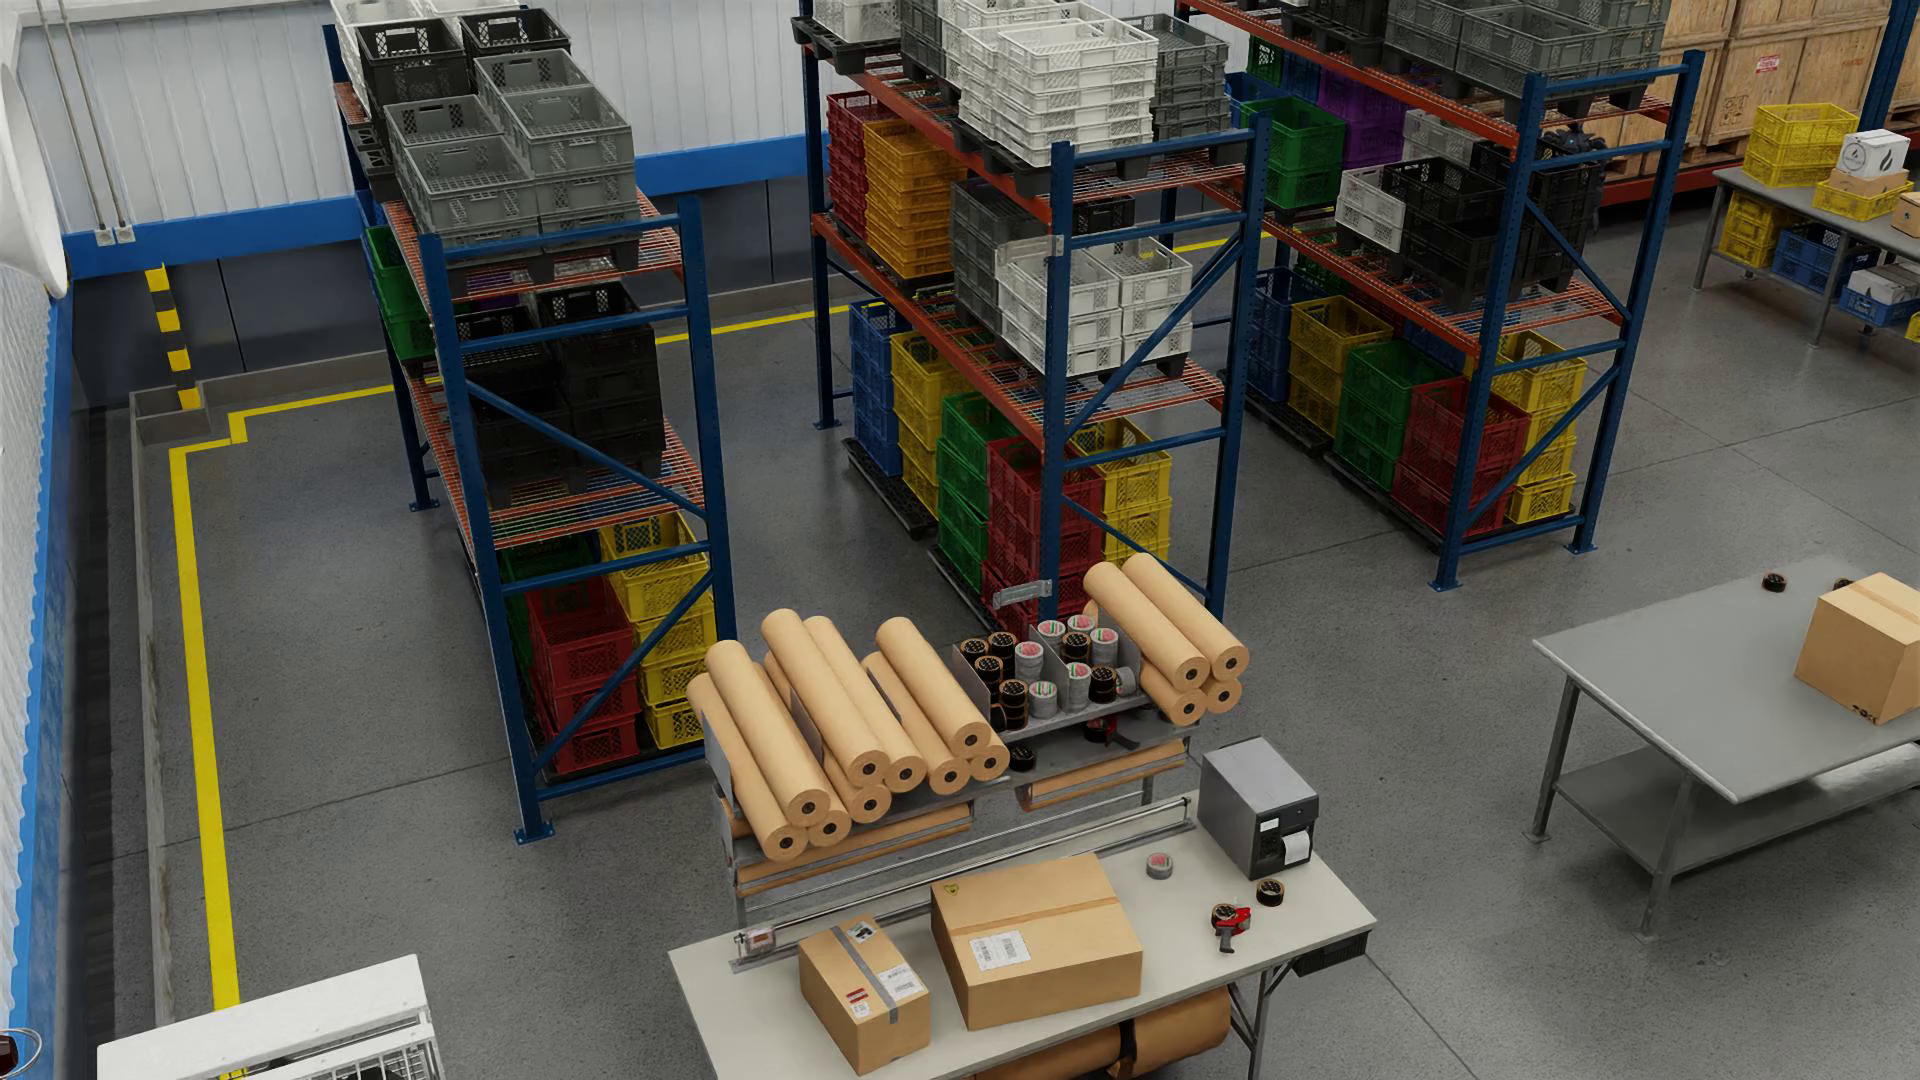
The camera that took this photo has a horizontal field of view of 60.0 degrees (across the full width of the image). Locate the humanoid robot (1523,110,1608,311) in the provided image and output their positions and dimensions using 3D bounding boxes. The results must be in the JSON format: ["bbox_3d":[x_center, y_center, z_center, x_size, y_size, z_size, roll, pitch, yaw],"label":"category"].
[{"bbox_3d":[4.657,-2.588,12.828,0.593,1.649,0.322,17,35,25],"label":"humanoid robot"}]
